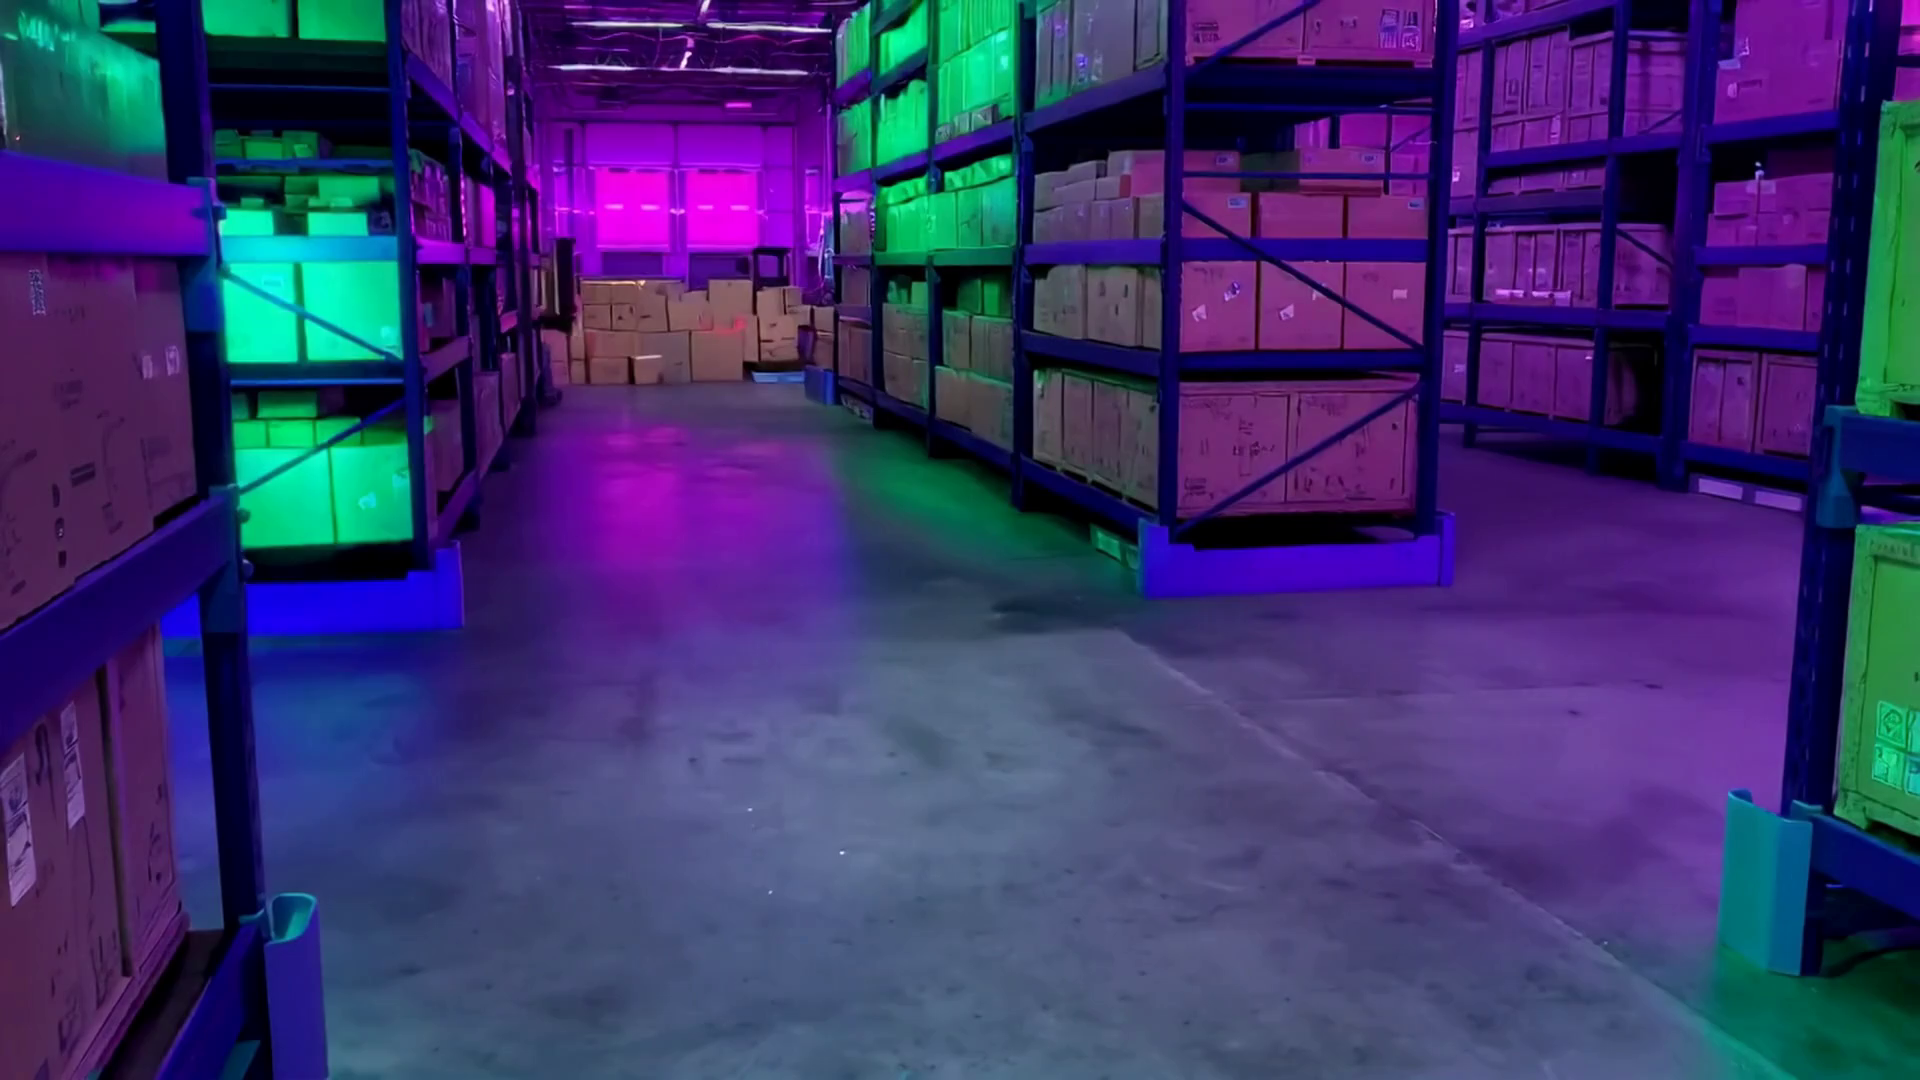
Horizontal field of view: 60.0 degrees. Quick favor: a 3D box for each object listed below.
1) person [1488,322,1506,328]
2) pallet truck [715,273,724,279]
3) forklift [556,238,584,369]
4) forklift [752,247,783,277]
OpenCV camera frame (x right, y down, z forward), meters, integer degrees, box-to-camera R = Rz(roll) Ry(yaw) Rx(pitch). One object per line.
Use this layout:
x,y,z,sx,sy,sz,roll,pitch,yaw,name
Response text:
10.045,-3.834,31.059,0.372,1.939,0.544,3,10,16,person
-8.580,-8.986,62.280,1.885,1.965,0.823,1,9,5,pallet truck
-8.361,-5.013,35.378,1.873,2.768,1.129,-2,10,-13,forklift
-5.819,-7.508,50.585,1.129,2.768,1.873,-3,10,-18,forklift
